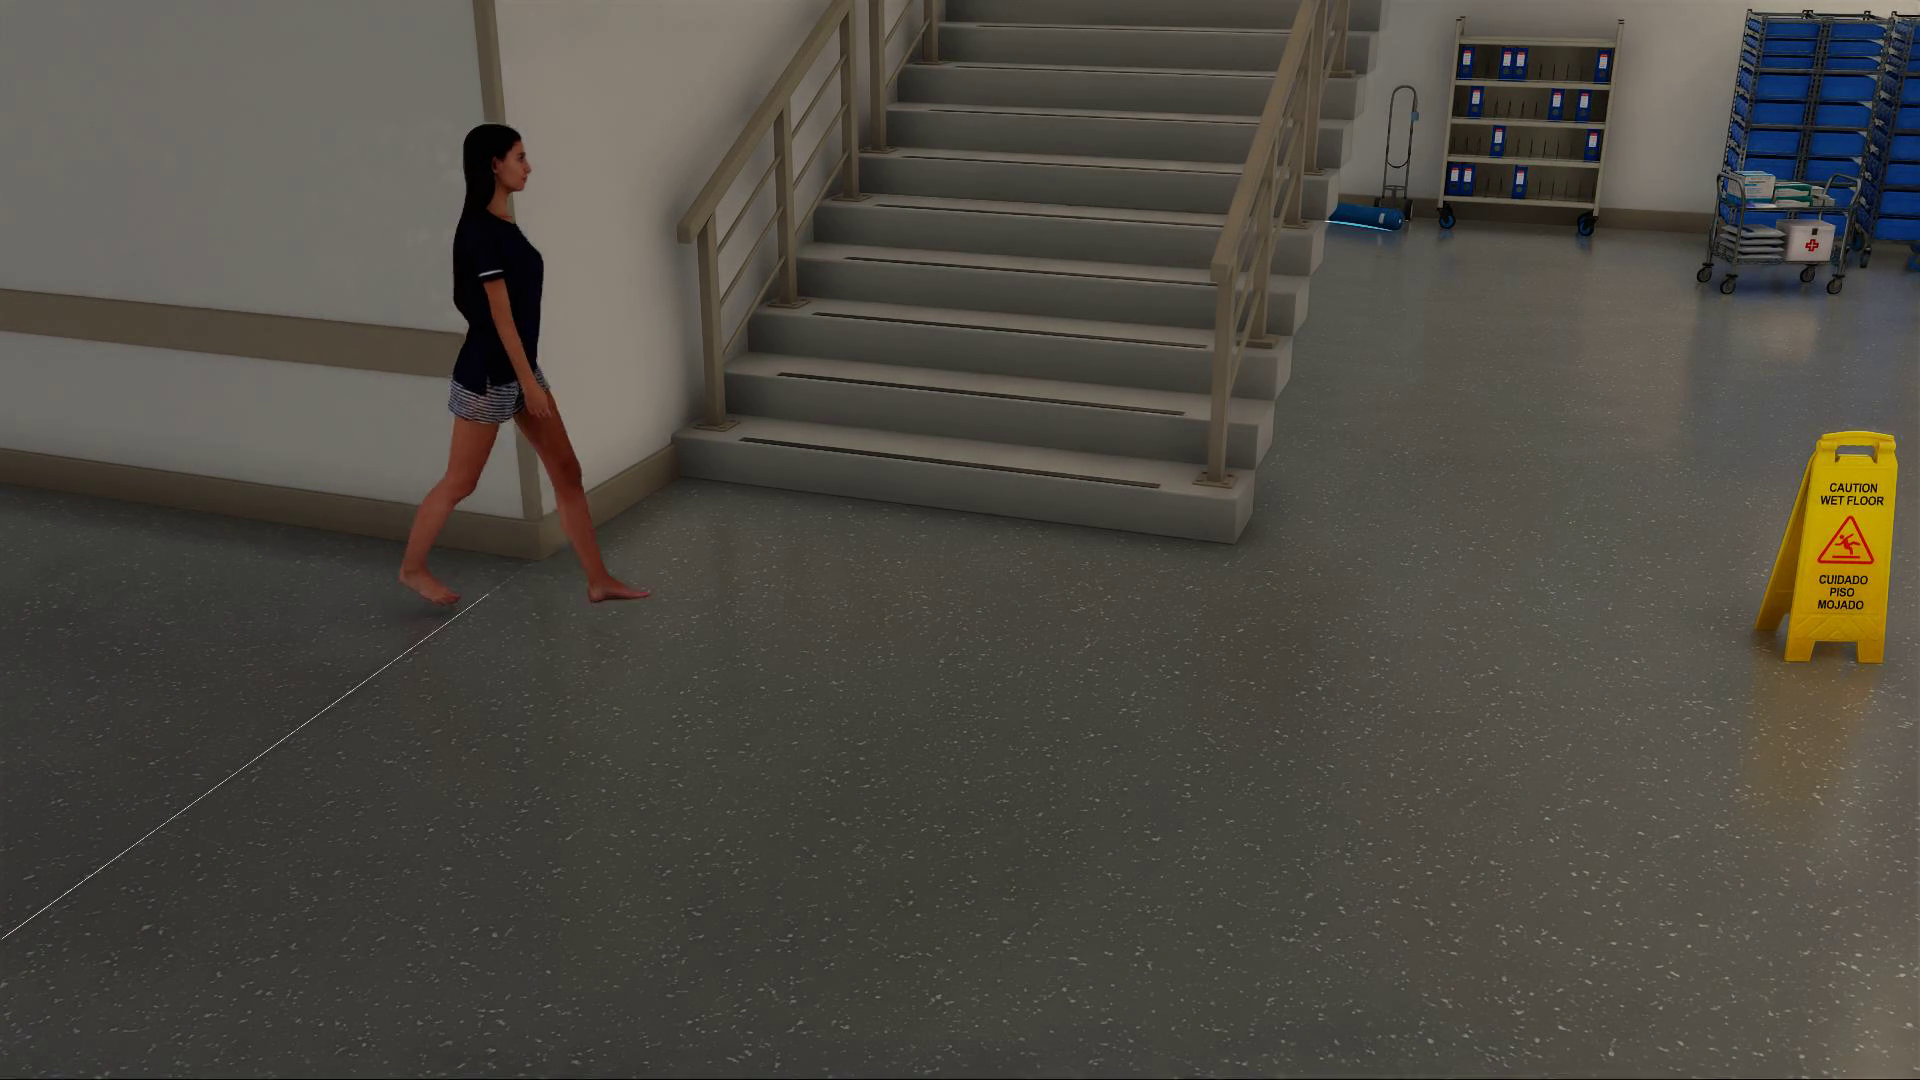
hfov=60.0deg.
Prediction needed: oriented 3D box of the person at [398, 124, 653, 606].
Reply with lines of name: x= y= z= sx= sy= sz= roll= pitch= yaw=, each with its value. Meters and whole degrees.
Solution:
person: x=-1.715 y=-0.533 z=5.858 sx=0.820 sy=1.713 sz=1.161 roll=3 pitch=21 yaw=7
